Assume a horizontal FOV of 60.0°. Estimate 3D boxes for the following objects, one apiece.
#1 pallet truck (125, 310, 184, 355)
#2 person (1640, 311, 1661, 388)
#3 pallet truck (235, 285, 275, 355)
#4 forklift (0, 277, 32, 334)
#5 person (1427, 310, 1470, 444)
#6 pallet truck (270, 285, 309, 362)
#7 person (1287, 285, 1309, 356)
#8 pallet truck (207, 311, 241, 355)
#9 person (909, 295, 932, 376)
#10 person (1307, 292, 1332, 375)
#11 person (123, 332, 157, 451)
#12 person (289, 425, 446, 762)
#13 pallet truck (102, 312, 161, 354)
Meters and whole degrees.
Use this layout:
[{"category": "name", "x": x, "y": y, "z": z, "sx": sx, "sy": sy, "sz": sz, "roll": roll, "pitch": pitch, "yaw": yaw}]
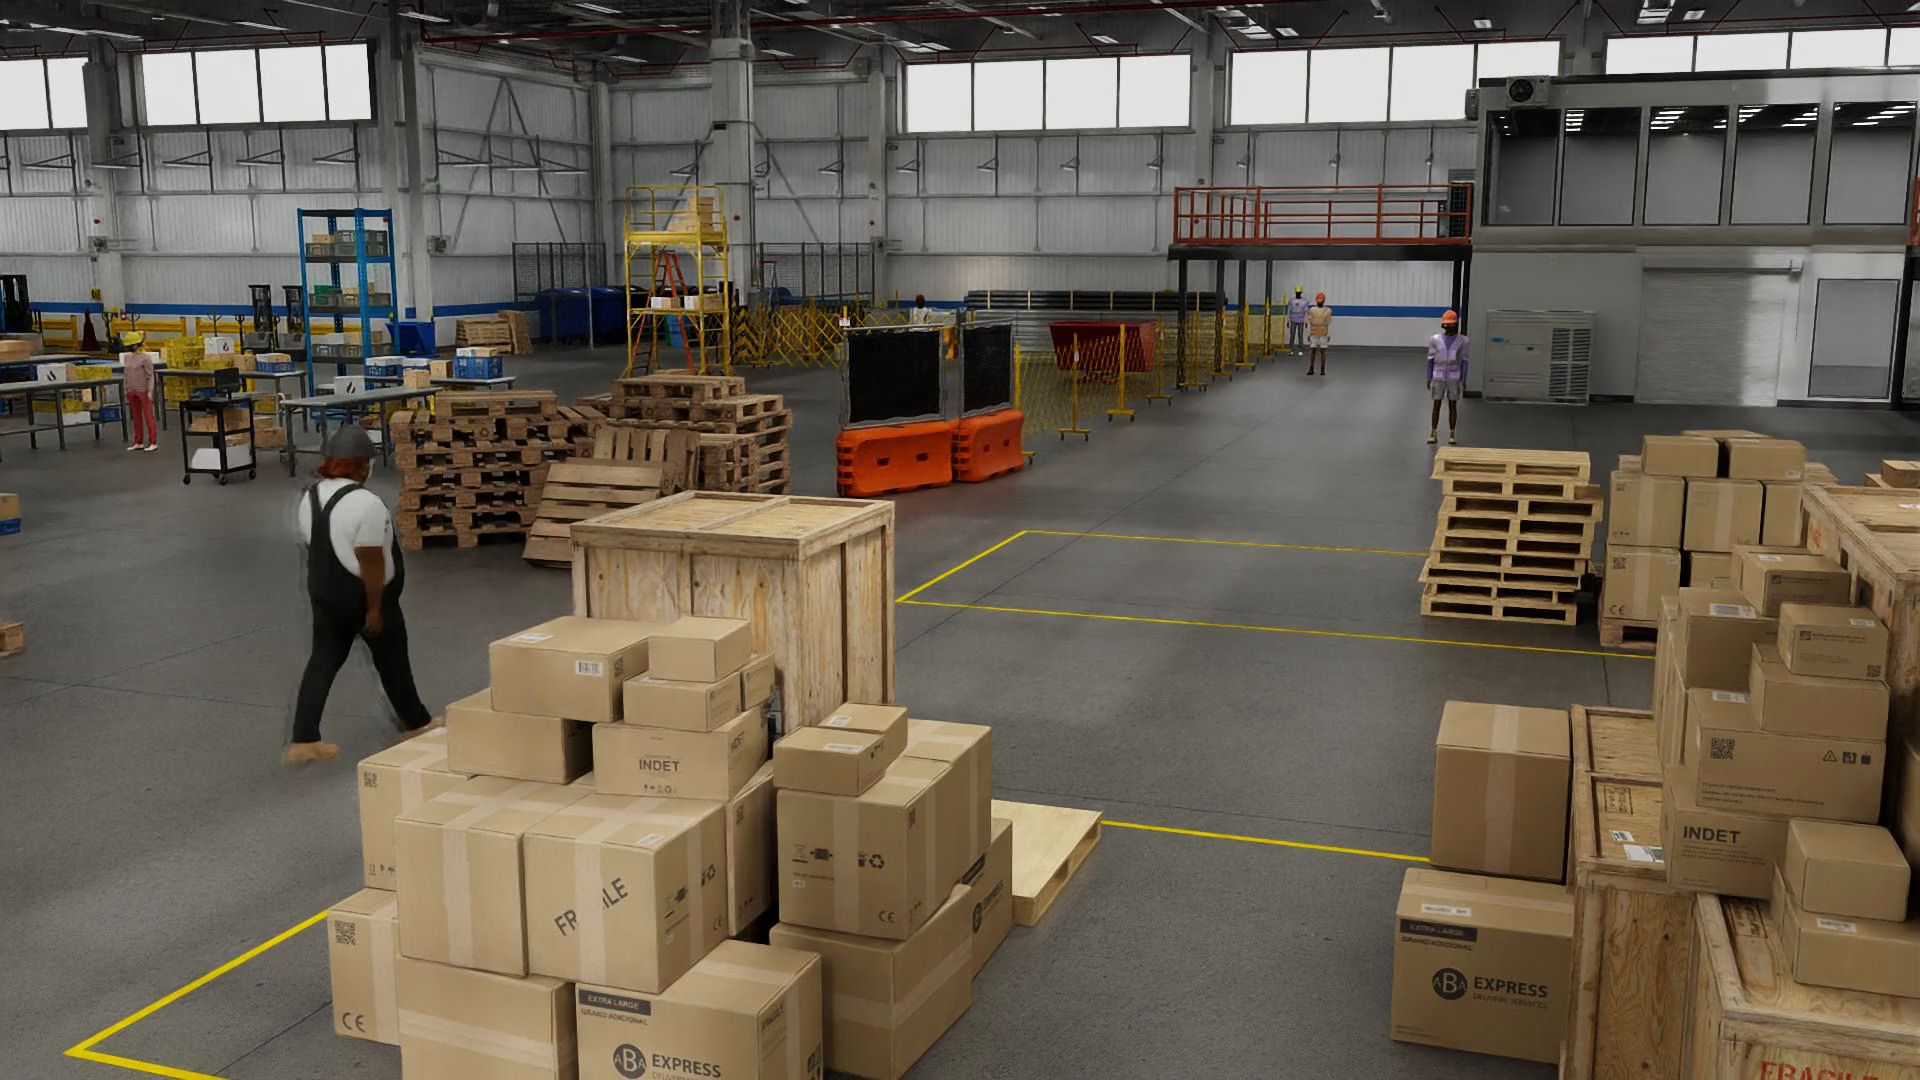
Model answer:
[{"category": "pallet truck", "x": -22.038, "y": -5.665, "z": 45.457, "sx": 0.704, "sy": 1.261, "sz": 1.522, "roll": 3, "pitch": 11, "yaw": 17}, {"category": "person", "x": 13.473, "y": -3.658, "z": 32.502, "sx": 0.508, "sy": 1.872, "sz": 0.329, "roll": 3, "pitch": 11, "yaw": 19}, {"category": "pallet truck", "x": -18.327, "y": -5.835, "z": 44.421, "sx": 0.823, "sy": 1.965, "sz": 1.885, "roll": 4, "pitch": 11, "yaw": 23}, {"category": "forklift", "x": -27.151, "y": -6.329, "z": 46.328, "sx": 1.157, "sy": 1.987, "sz": 2.680, "roll": 3, "pitch": 11, "yaw": 17}, {"category": "person", "x": 7.428, "y": -2.474, "z": 25.365, "sx": 0.607, "sy": 2.044, "sz": 0.372, "roll": 3, "pitch": 11, "yaw": 19}, {"category": "pallet truck", "x": -17.147, "y": -5.700, "z": 43.663, "sx": 0.823, "sy": 1.965, "sz": 1.885, "roll": 3, "pitch": 11, "yaw": 17}, {"category": "person", "x": 9.268, "y": -6.023, "z": 45.680, "sx": 0.586, "sy": 1.928, "sz": 0.365, "roll": 3, "pitch": 11, "yaw": 19}, {"category": "pallet truck", "x": -19.537, "y": -5.575, "z": 44.913, "sx": 0.653, "sy": 1.274, "sz": 1.630, "roll": 3, "pitch": 11, "yaw": 19}, {"category": "person", "x": -0.925, "y": -4.753, "z": 38.655, "sx": 0.574, "sy": 1.882, "sz": 0.356, "roll": 3, "pitch": 11, "yaw": 19}, {"category": "person", "x": 8.388, "y": -4.814, "z": 38.853, "sx": 0.543, "sy": 1.933, "sz": 0.363, "roll": 3, "pitch": 11, "yaw": 19}, {"category": "person", "x": -12.115, "y": -2.183, "z": 24.522, "sx": 0.522, "sy": 1.765, "sz": 0.317, "roll": 3, "pitch": 11, "yaw": 19}, {"category": "person", "x": -3.601, "y": 0.279, "z": 9.871, "sx": 0.693, "sy": 2.000, "sz": 1.011, "roll": 6, "pitch": 12, "yaw": 31}, {"category": "pallet truck", "x": -23.057, "y": -5.777, "z": 46.261, "sx": 0.680, "sy": 1.201, "sz": 1.601, "roll": 3, "pitch": 11, "yaw": 19}]
